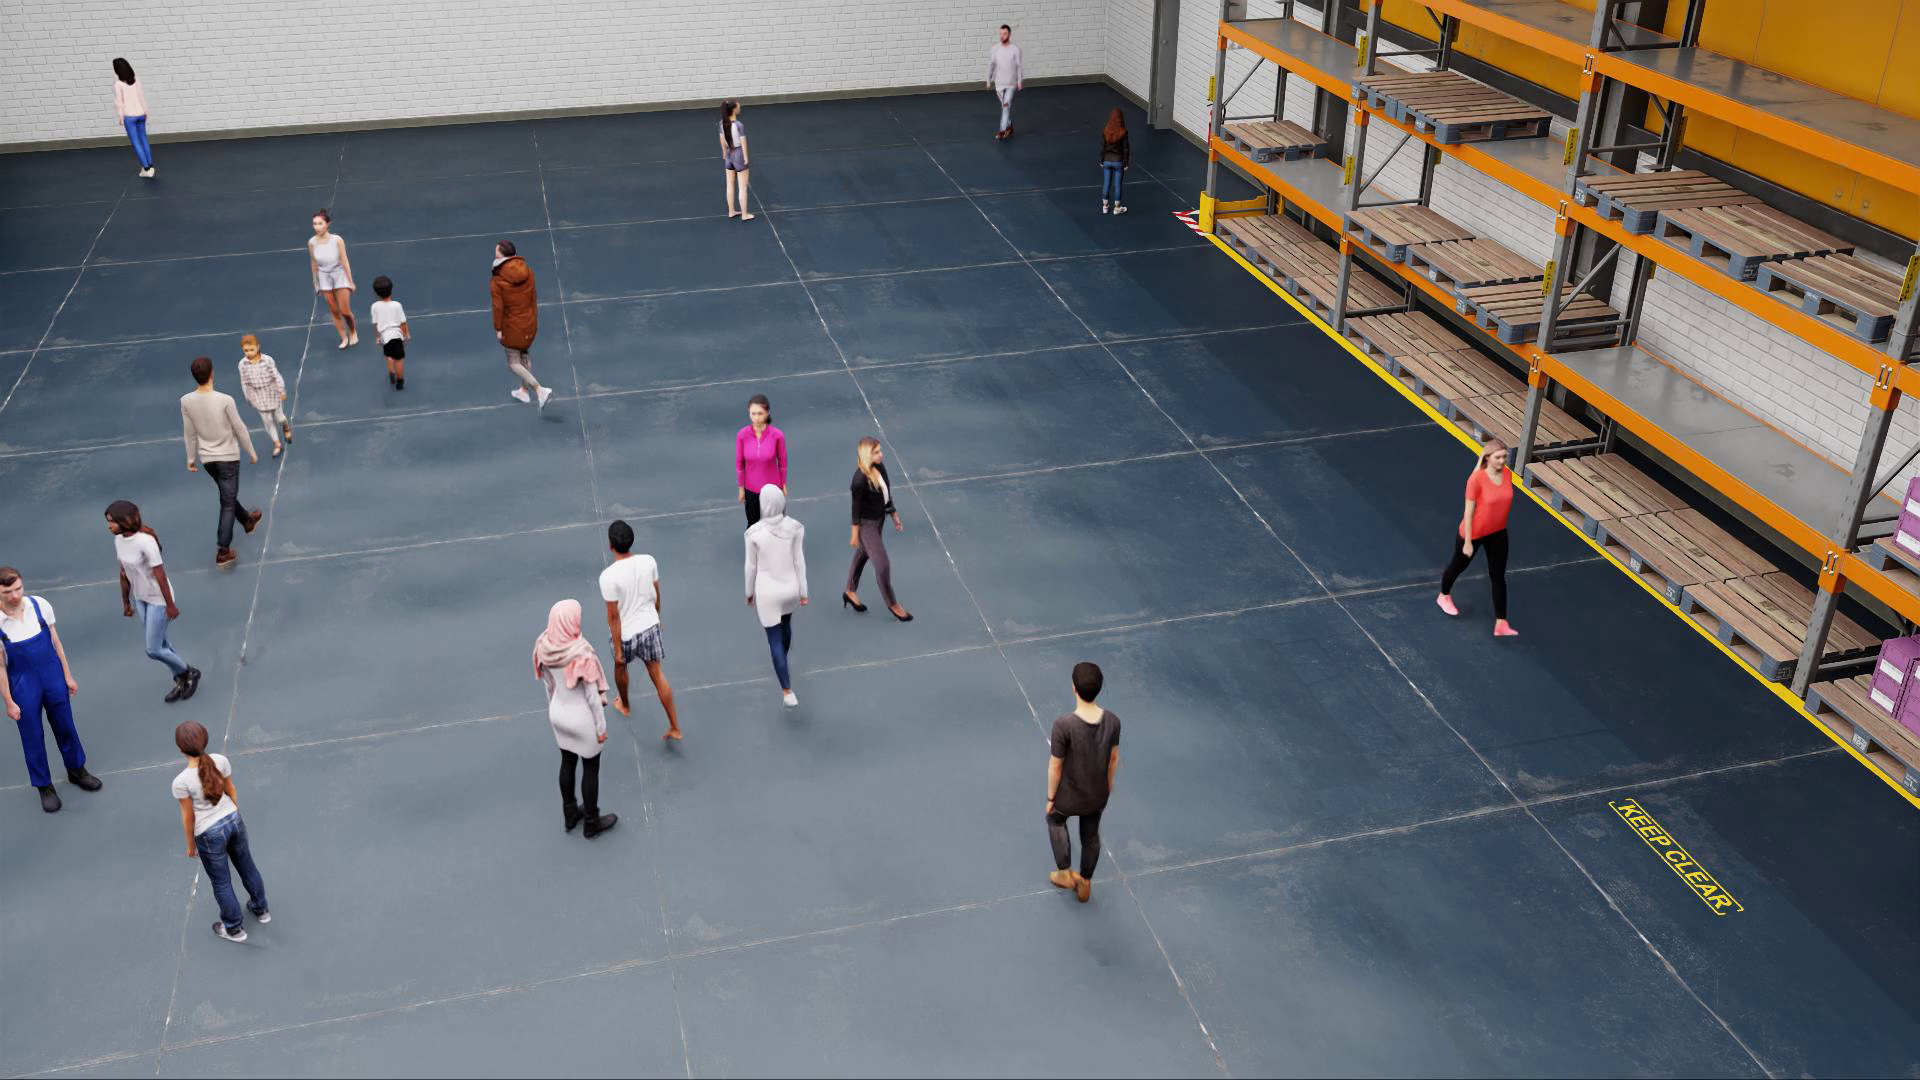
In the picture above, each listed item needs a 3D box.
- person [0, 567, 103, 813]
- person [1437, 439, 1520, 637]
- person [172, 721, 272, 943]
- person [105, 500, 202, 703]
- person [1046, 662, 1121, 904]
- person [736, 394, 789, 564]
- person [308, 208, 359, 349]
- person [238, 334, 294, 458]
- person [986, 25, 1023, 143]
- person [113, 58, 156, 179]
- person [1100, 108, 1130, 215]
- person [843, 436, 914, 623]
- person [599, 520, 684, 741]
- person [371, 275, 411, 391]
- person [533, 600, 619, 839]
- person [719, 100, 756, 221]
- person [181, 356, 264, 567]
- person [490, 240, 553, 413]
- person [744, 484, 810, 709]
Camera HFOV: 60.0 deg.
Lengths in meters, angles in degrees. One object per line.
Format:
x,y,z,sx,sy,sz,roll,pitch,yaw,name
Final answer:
-6.361,0.979,11.458,0.755,1.849,0.725,21,35,34,person
4.189,-0.065,13.584,0.684,1.645,1.112,-10,30,-18,person
-4.596,1.782,10.285,0.673,1.562,0.621,18,33,29,person
-6.038,0.439,12.594,0.731,1.708,0.793,14,32,25,person
0.783,1.592,10.487,0.644,1.702,0.562,-7,29,-12,person
-1.678,-0.461,14.253,0.647,1.699,0.641,0,29,0,person
-7.118,-2.987,18.986,0.664,1.601,0.665,2,29,3,person
-6.901,-1.478,16.542,0.559,1.294,0.671,-7,29,-13,person
0.765,-7.367,26.809,1.109,1.799,1.216,12,31,20,person
-12.384,-6.340,24.957,0.856,1.769,0.797,15,32,26,person
2.165,-5.344,23.430,0.651,1.483,0.686,12,31,21,person
-0.829,-0.104,13.657,0.927,1.643,0.932,8,30,15,person
-2.315,0.719,12.107,0.940,1.684,1.221,-21,35,-33,person
-6.139,-2.205,17.922,0.520,1.248,0.552,-3,29,-6,person
-2.577,1.198,11.107,0.718,1.801,0.776,15,32,26,person
-3.127,-5.290,23.157,0.652,1.650,0.725,18,33,29,person
-6.467,-0.651,14.474,0.971,1.822,1.283,1,29,2,person
-4.556,-2.200,17.318,1.165,1.817,1.067,20,34,32,person
-1.363,0.458,12.528,0.666,1.739,1.143,-10,30,-17,person
